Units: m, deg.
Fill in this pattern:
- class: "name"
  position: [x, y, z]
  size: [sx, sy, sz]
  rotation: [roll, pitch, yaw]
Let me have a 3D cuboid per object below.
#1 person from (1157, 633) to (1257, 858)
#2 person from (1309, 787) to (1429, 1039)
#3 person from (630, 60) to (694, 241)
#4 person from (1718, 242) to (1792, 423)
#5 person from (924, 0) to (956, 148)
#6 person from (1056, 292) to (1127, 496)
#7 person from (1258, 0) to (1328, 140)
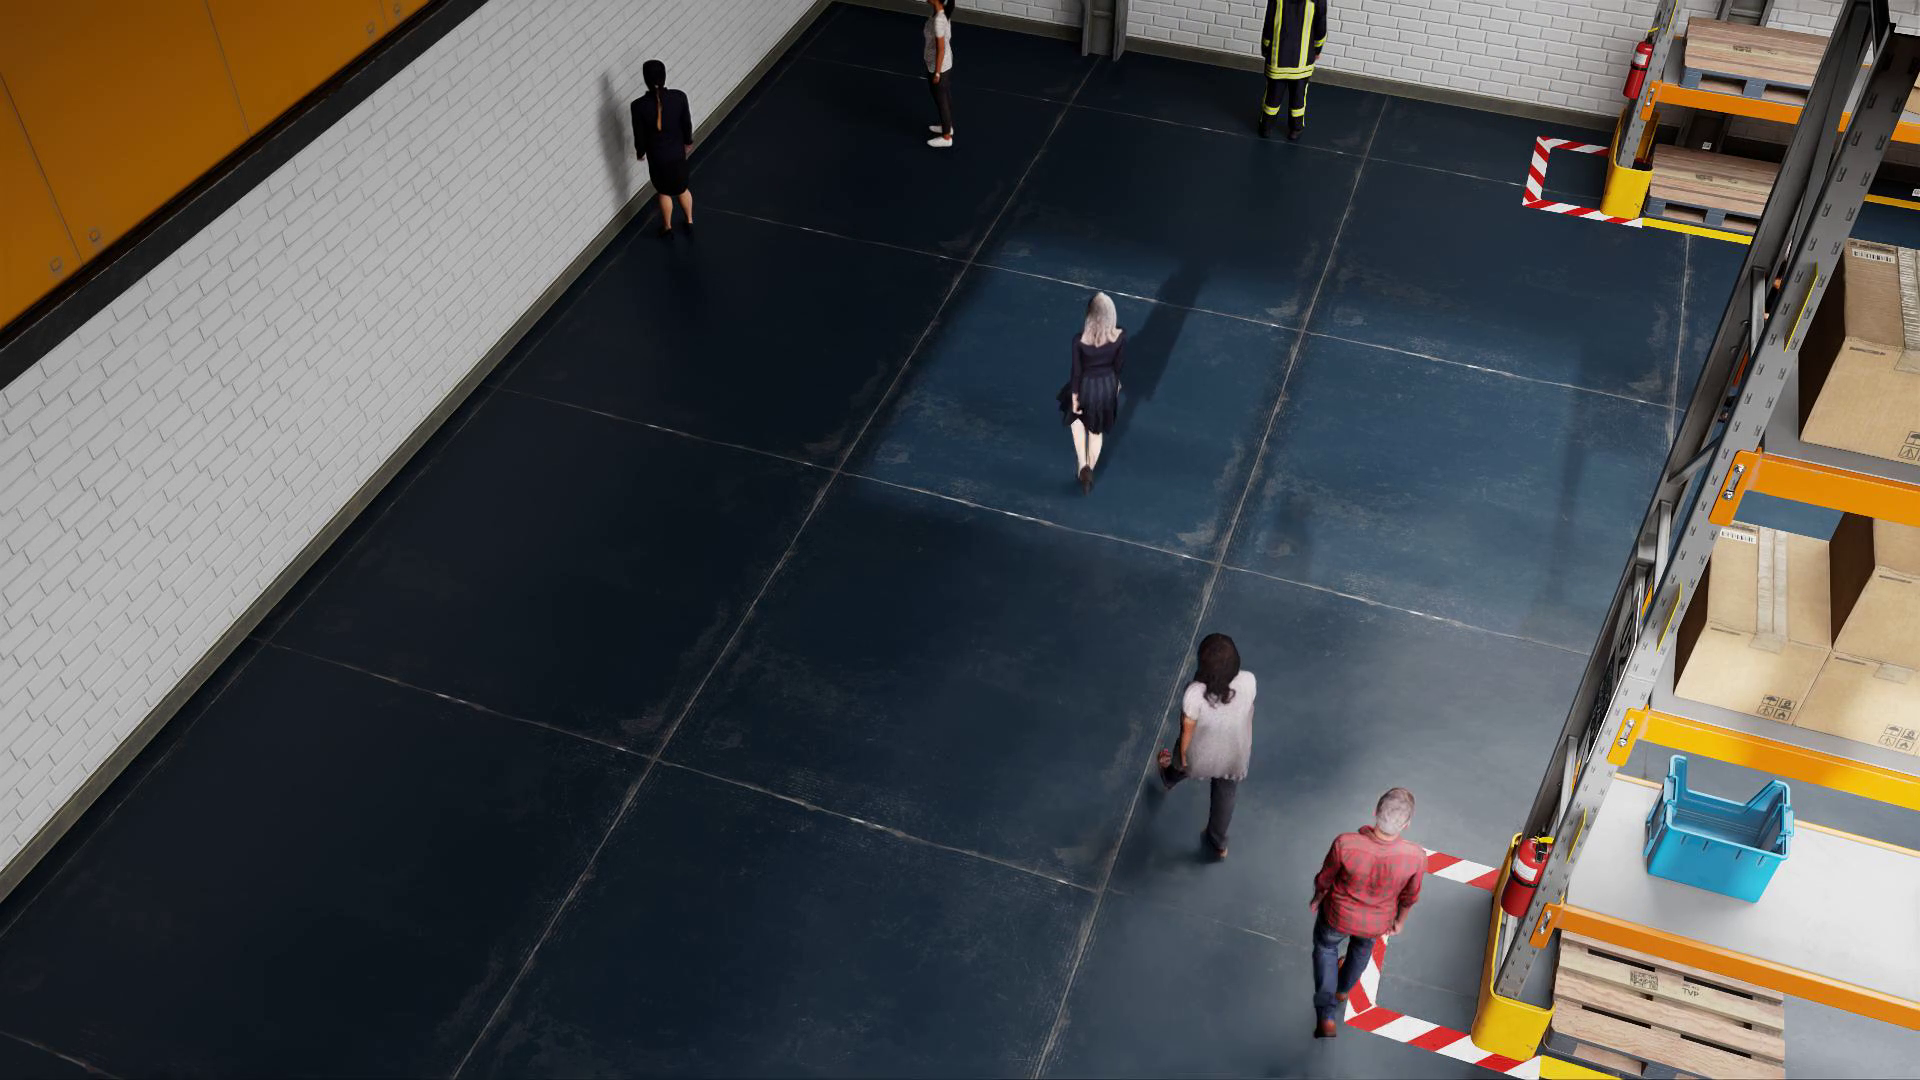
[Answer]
- class: "person"
  position: [1.517, 1.241, 9.776]
  size: [1.062, 1.563, 1.013]
  rotation: [-8, 44, -8]
- class: "person"
  position: [2.101, 2.023, 8.776]
  size: [0.933, 1.811, 0.847]
  rotation: [7, 44, 7]
- class: "person"
  position: [-2.579, -3.389, 14.558]
  size: [0.795, 1.671, 0.856]
  rotation: [-18, 46, -18]
- class: "person"
  position: [6.158, -1.593, 12.699]
  size: [0.692, 1.634, 0.691]
  rotation: [26, 49, 25]
- class: "person"
  position: [-0.186, -4.522, 15.768]
  size: [0.591, 1.643, 0.619]
  rotation: [4, 44, 4]
- class: "person"
  position: [0.994, -1.003, 12.007]
  size: [0.745, 1.735, 0.814]
  rotation: [-7, 44, -8]
- class: "person"
  position: [3.144, -4.691, 15.787]
  size: [0.672, 1.861, 0.854]
  rotation: [8, 44, 8]
